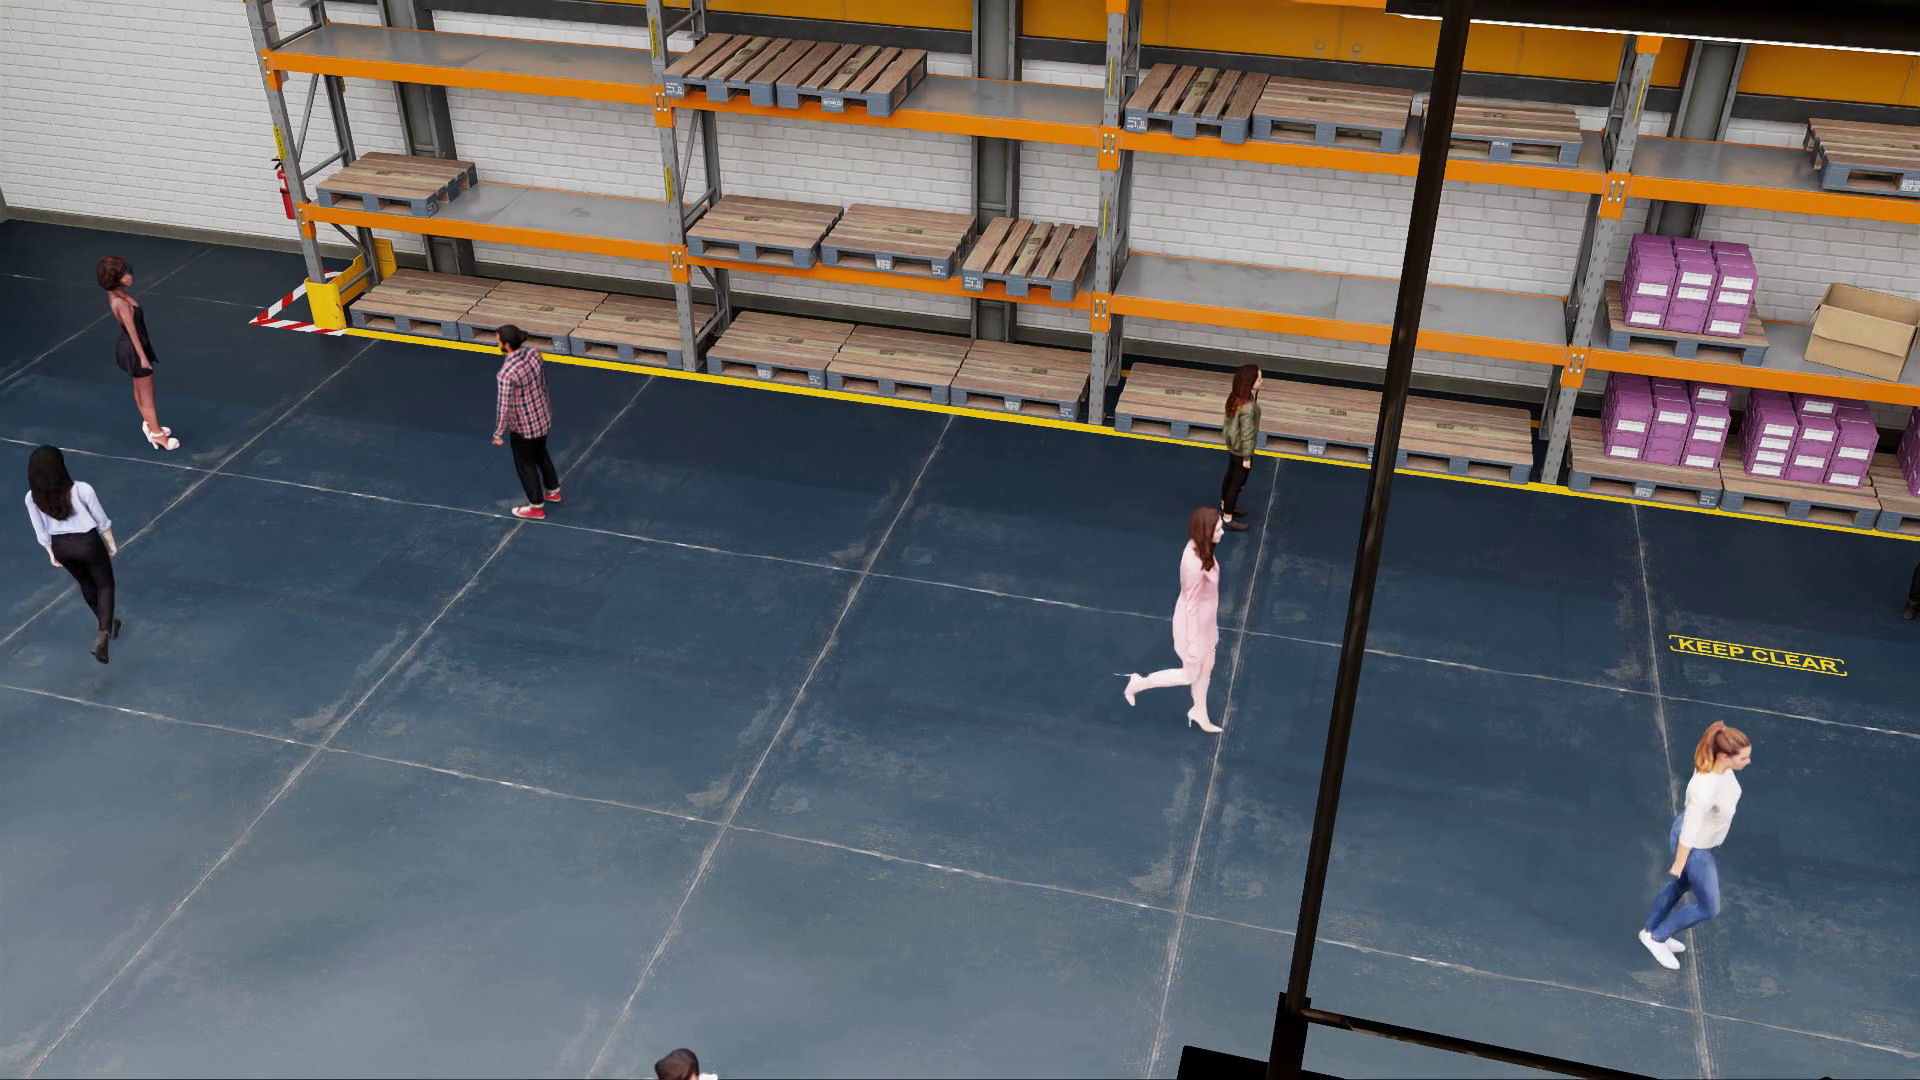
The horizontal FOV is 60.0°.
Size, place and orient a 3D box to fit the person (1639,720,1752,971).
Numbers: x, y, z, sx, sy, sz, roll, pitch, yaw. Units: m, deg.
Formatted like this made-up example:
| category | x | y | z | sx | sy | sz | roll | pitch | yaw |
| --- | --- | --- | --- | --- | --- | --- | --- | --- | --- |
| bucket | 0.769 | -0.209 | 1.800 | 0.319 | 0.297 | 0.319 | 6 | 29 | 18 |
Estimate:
| category | x | y | z | sx | sy | sz | roll | pitch | yaw |
| --- | --- | --- | --- | --- | --- | --- | --- | --- | --- |
| person | 4.134 | 1.718 | 9.541 | 0.690 | 1.711 | 0.686 | 18 | 38 | 25 |

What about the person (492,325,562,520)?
| category | x | y | z | sx | sy | sz | roll | pitch | yaw |
| --- | --- | --- | --- | --- | --- | --- | --- | --- | --- |
| person | -3.494 | -0.960 | 13.534 | 0.656 | 1.753 | 0.746 | 12 | 35 | 17 |

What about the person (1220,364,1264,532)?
| category | x | y | z | sx | sy | sz | roll | pitch | yaw |
| --- | --- | --- | --- | --- | --- | --- | --- | --- | --- |
| person | 2.272 | -0.769 | 13.497 | 0.602 | 1.475 | 0.629 | -2 | 34 | -2 |

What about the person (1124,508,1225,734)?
| category | x | y | z | sx | sy | sz | roll | pitch | yaw |
| --- | --- | --- | --- | --- | --- | --- | --- | --- | --- |
| person | 1.501 | 0.566 | 11.210 | 0.969 | 1.784 | 0.665 | 11 | 35 | 16 |

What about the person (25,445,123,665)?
| category | x | y | z | sx | sy | sz | roll | pitch | yaw |
| --- | --- | --- | --- | --- | --- | --- | --- | --- | --- |
| person | -6.319 | 0.136 | 11.912 | 1.070 | 1.723 | 1.017 | -9 | 35 | -13 |

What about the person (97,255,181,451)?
| category | x | y | z | sx | sy | sz | roll | pitch | yaw |
| --- | --- | --- | --- | --- | --- | --- | --- | --- | --- |
| person | -7.187 | -1.627 | 14.506 | 0.737 | 1.787 | 0.672 | -20 | 38 | -27 |

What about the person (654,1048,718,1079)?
| category | x | y | z | sx | sy | sz | roll | pitch | yaw |
| --- | --- | --- | --- | --- | --- | --- | --- | --- | --- |
| person | -1.307 | 2.910 | 7.903 | 0.728 | 1.540 | 0.782 | -23 | 40 | -31 |
